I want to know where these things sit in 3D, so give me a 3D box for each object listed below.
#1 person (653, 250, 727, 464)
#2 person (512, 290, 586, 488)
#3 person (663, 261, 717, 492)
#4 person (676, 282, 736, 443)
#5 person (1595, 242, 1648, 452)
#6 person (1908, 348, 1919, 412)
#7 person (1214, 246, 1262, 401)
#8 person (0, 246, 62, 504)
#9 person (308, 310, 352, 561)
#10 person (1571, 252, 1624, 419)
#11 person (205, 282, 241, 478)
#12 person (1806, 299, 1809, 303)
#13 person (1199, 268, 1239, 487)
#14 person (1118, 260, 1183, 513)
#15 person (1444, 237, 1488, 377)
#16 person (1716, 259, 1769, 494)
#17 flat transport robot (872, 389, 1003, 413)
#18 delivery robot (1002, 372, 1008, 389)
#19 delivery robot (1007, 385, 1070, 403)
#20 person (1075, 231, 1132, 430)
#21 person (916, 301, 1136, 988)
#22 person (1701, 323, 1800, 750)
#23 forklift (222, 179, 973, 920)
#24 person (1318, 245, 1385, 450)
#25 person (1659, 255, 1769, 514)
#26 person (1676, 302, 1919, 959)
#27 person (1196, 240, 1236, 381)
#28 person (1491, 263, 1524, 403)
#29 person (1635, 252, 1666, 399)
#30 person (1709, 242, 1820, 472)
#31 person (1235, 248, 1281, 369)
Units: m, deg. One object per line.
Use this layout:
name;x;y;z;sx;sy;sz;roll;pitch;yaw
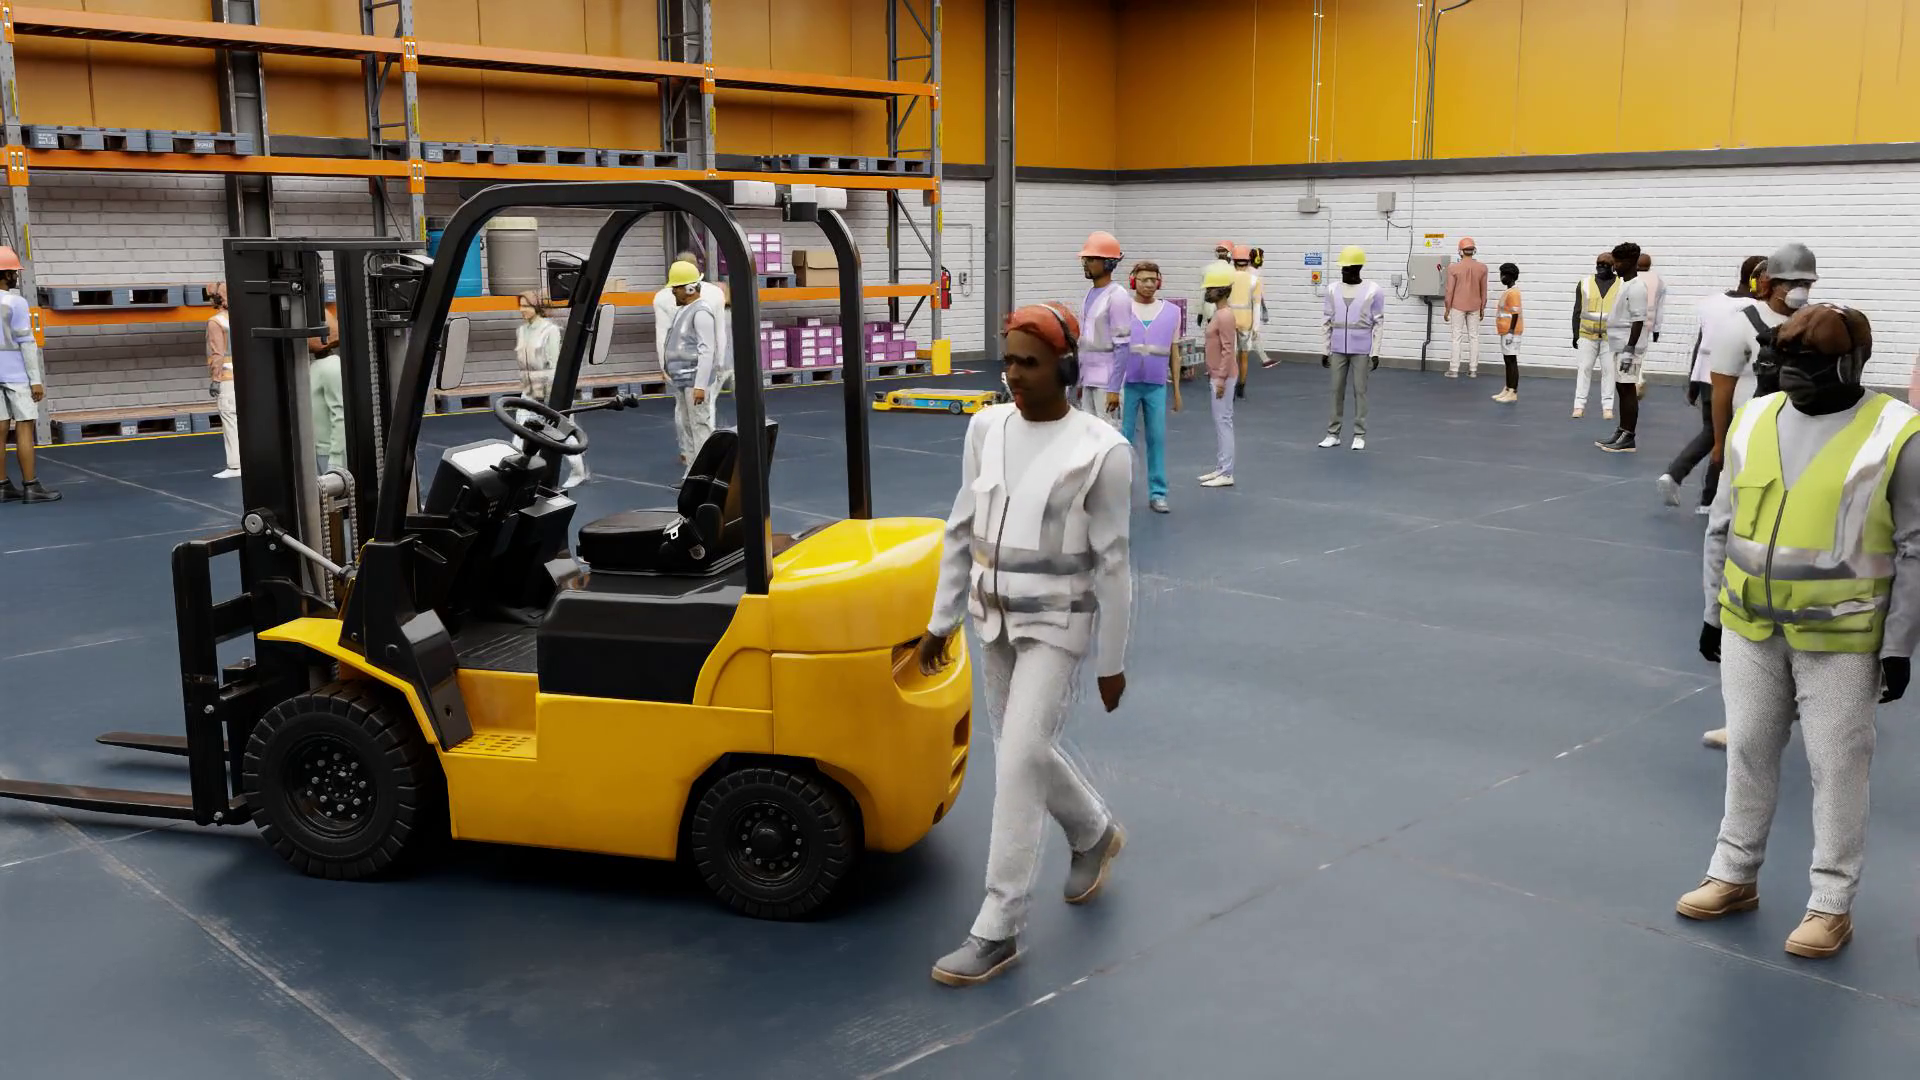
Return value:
person;-2.320;-1.553;14.402;0.628;1.908;0.916;-2;11;-10
person;-3.308;-1.165;13.111;0.528;1.588;0.864;7;13;34
person;-2.094;-1.244;12.926;0.403;1.822;0.589;-5;11;-24
person;-2.226;-1.578;15.384;0.858;1.590;0.506;7;13;34
person;6.239;-1.804;15.606;0.379;1.958;0.600;2;11;13
person;6.182;-0.756;10.247;0.708;1.846;0.991;2;11;12
person;3.421;-2.675;20.542;0.564;1.881;1.009;1;10;6
person;-7.160;-1.235;12.555;0.543;1.939;0.361;3;11;16
person;-3.487;-0.466;9.198;0.268;1.631;0.507;-6;12;-28
person;7.085;-2.254;18.395;0.619;1.839;0.430;4;11;22
person;-6.113;-1.335;13.920;0.306;1.639;0.523;1;10;3
person;9.978;-2.552;19.965;0.991;1.853;0.666;5;12;27
person;2.086;-1.310;13.474;0.356;1.756;0.542;1;10;3
person;1.336;-1.120;12.182;0.569;1.847;0.392;-1;10;-4
person;7.201;-3.309;23.711;0.611;1.995;0.376;-1;10;-5
person;5.343;-0.936;11.113;0.518;1.873;0.328;0;10;2
flat transport robot;-0.228;-1.613;19.168;1.431;0.197;0.652;4;11;21
delivery robot;0.855;-1.858;19.459;0.707;0.478;0.477;-2;11;-7
delivery robot;0.895;-1.760;18.942;0.707;0.478;0.477;-6;12;-29
person;0.969;-1.118;11.625;0.370;2.048;0.608;-4;11;-21
person;0.229;0.247;4.722;0.895;1.851;0.583;-10;15;-44
person;3.235;-0.007;6.531;0.517;1.682;0.548;-2;11;-9
forklift;-1.114;-0.058;5.440;2.313;2.155;1.214;2;11;13
person;3.707;-1.816;15.766;0.589;1.924;0.383;7;12;33
person;5.458;-1.093;11.943;0.586;1.878;0.651;-3;11;-16
person;2.387;0.252;4.718;0.429;1.839;0.633;-7;13;-34
person;3.484;-3.027;22.274;0.536;1.951;0.738;-9;14;-40
person;6.654;-2.504;20.153;0.325;1.689;0.536;2;11;11
person;8.398;-2.645;20.597;0.629;1.821;0.818;-1;10;-5
person;4.407;-0.611;8.873;0.682;2.000;1.023;-2;11;-9
person;4.443;-3.466;25.054;0.977;1.814;0.539;-3;11;-14
